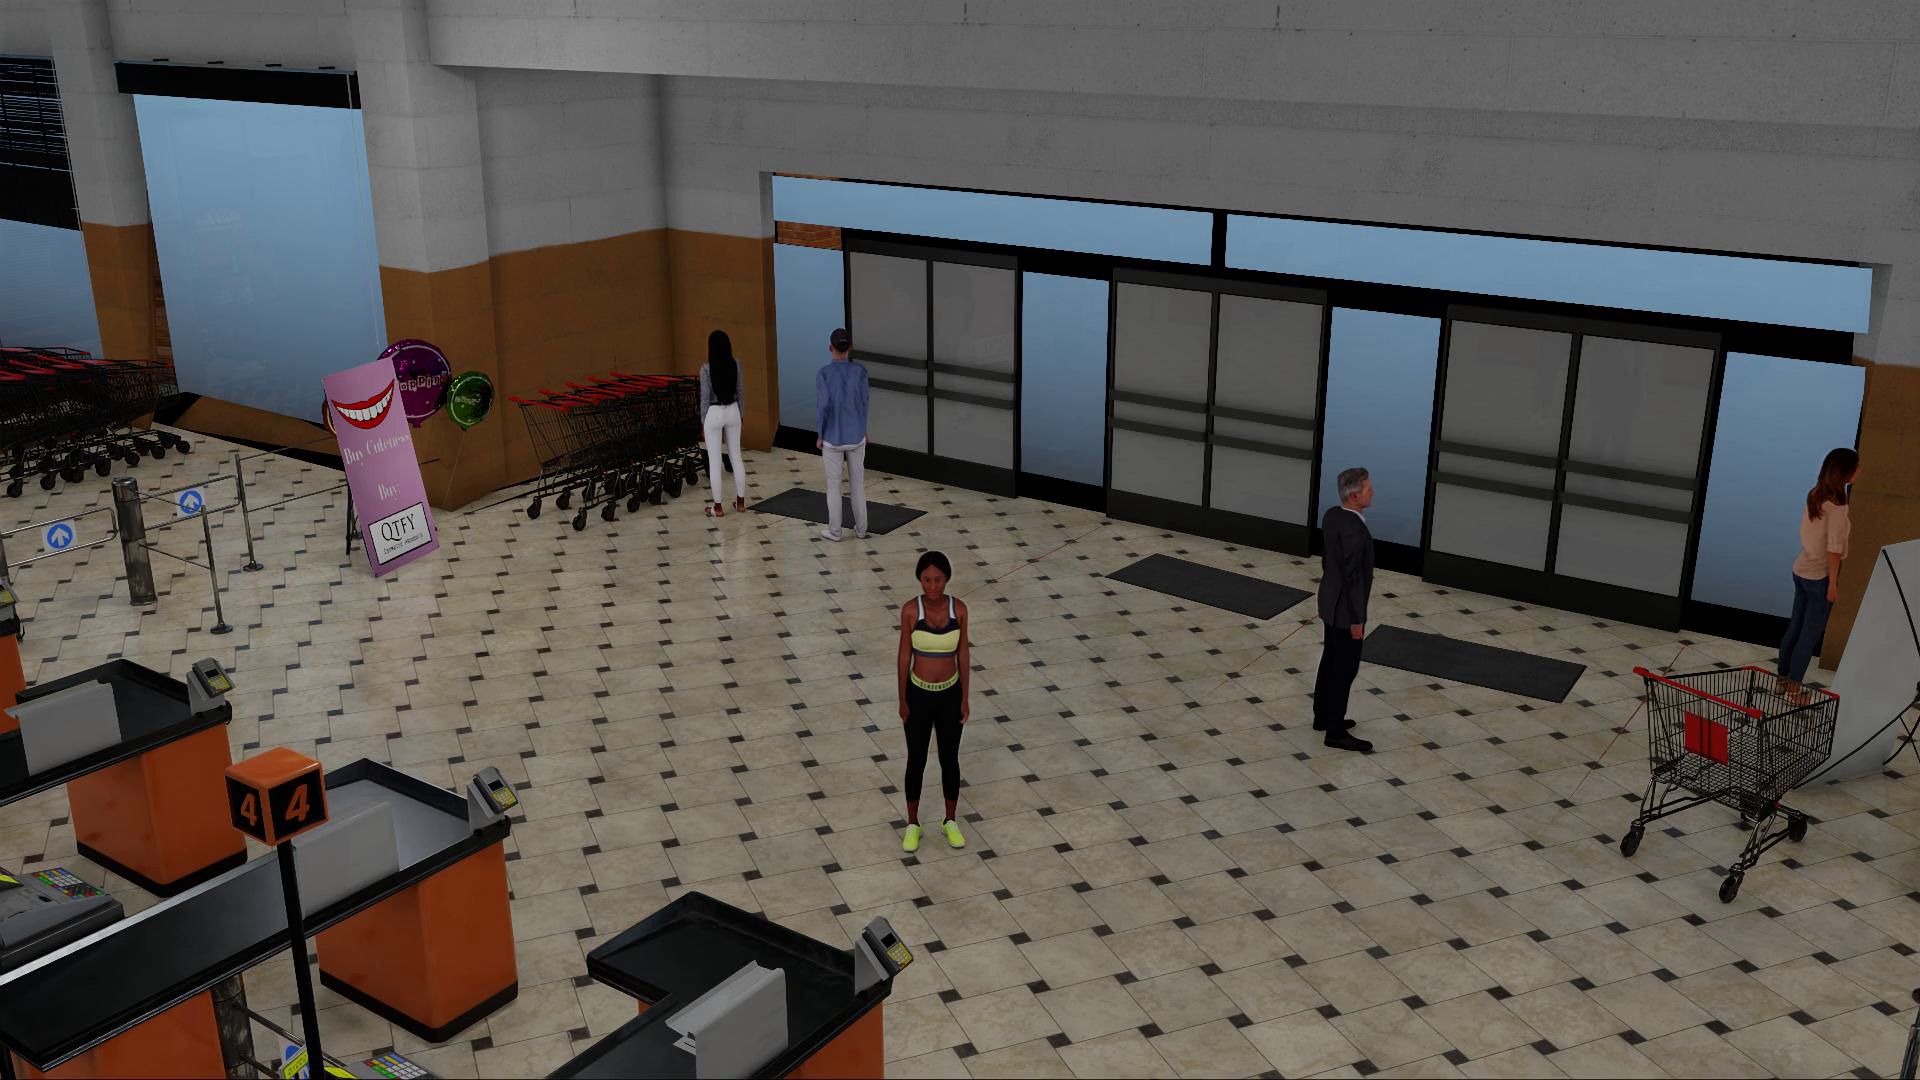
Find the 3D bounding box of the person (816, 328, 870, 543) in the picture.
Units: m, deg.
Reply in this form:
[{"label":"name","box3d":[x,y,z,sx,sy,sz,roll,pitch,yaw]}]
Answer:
[{"label":"person","box3d":[-1.015,-0.914,14.452,0.692,1.888,0.802,-8,20,-23]}]

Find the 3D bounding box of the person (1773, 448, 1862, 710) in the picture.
[{"label":"person","box3d":[5.752,0.241,11.181,0.733,1.790,0.620,2,19,5]}]

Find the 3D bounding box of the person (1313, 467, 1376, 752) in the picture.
[{"label":"person","box3d":[2.457,0.412,10.592,0.872,1.841,0.780,-1,19,-4]}]

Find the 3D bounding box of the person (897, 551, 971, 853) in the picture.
[{"label":"person","box3d":[-0.149,0.889,9.314,0.639,1.755,0.693,-3,19,-8]}]

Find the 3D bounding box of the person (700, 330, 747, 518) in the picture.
[{"label":"person","box3d":[-2.167,-1.076,15.187,0.587,1.725,0.723,-12,22,-31]}]
